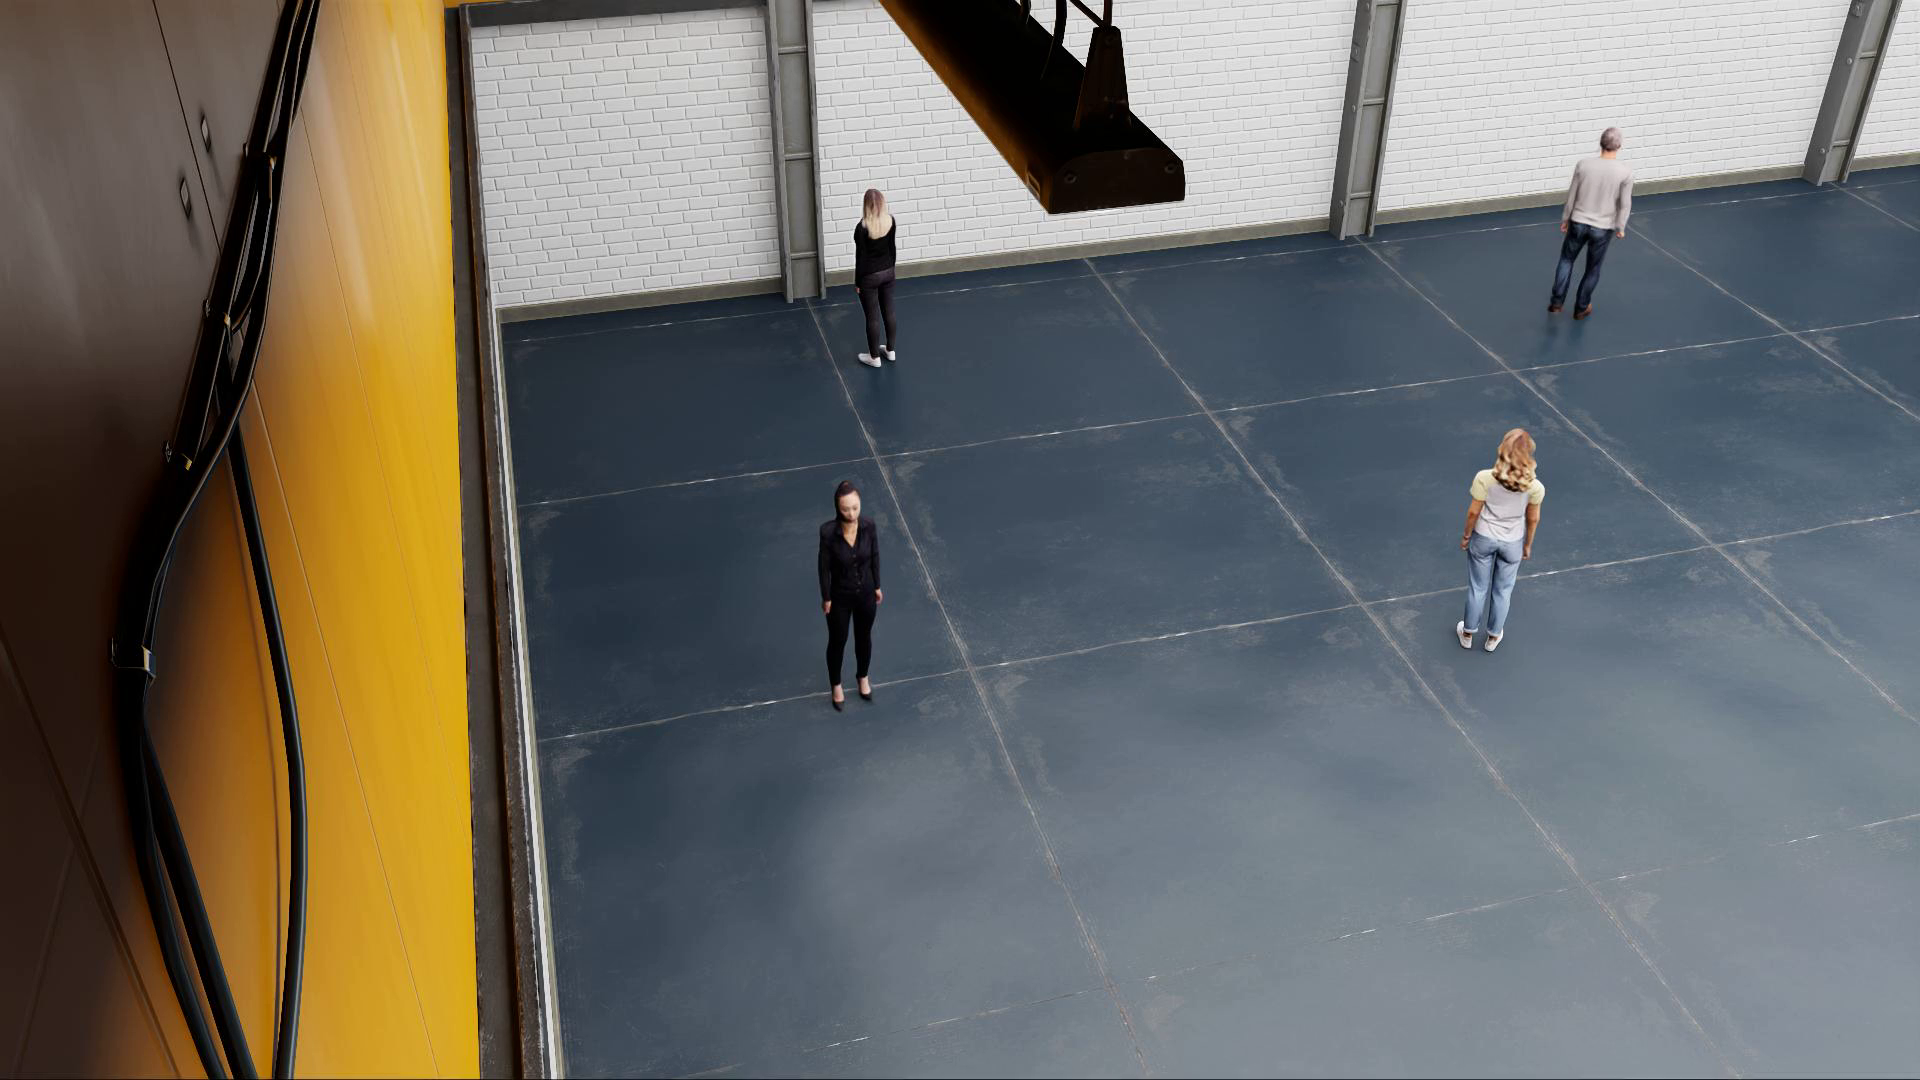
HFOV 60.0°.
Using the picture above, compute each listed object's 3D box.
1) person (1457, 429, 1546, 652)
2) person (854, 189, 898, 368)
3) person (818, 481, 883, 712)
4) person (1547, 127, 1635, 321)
[{"bbox_3d":[3.692,0.012,11.423,0.655,1.724,0.773,8,35,12],"label":"person"},{"bbox_3d":[-0.751,-2.371,15.042,0.608,1.687,0.738,-24,41,-32],"label":"person"},{"bbox_3d":[-0.717,0.373,10.892,0.466,1.711,0.660,-14,36,-19],"label":"person"},{"bbox_3d":[5.956,-2.945,15.715,0.930,1.898,0.986,21,39,29],"label":"person"}]
